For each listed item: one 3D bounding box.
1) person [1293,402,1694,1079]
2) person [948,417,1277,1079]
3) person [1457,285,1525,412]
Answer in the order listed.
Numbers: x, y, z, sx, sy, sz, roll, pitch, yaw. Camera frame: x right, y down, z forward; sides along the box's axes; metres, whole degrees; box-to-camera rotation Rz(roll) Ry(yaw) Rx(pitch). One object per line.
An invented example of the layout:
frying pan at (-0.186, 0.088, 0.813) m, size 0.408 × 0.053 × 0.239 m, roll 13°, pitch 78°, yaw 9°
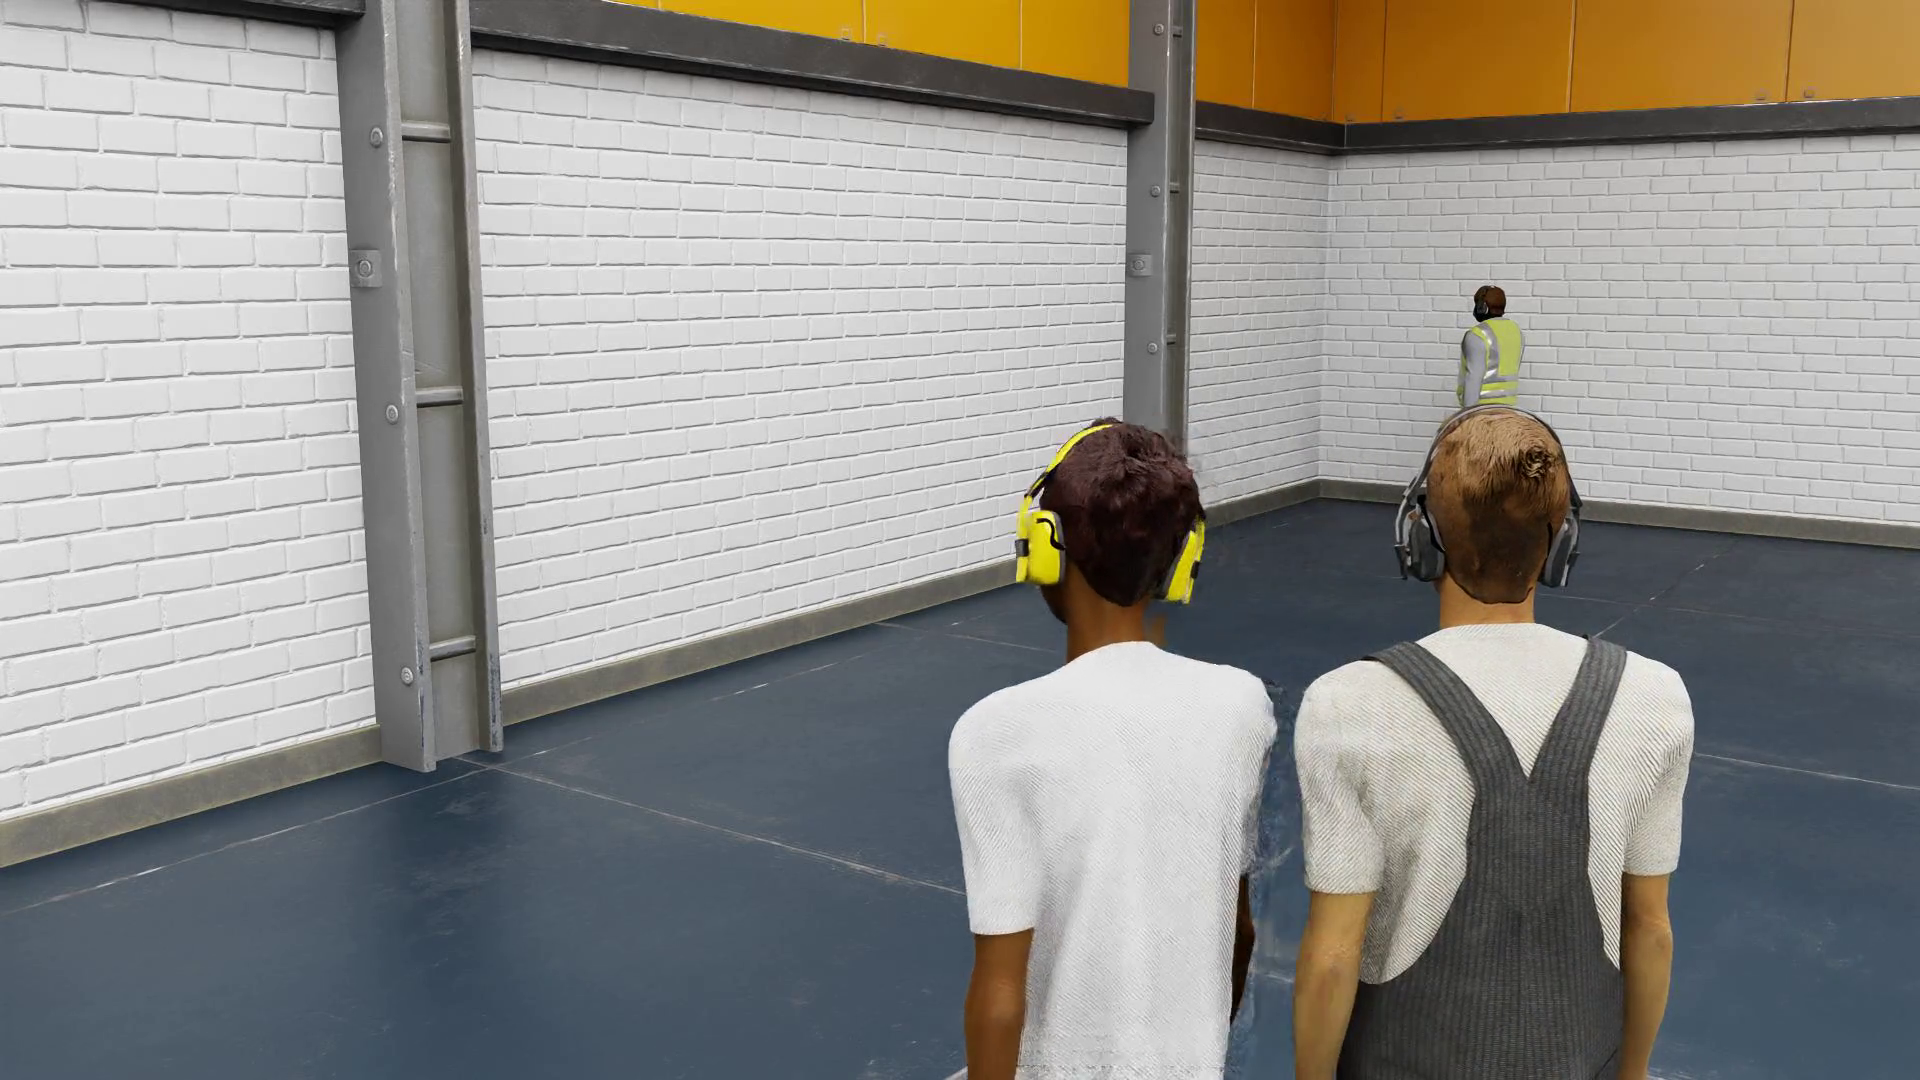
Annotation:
person at (0.667, 0.744, 2.191) m, size 0.507 × 1.847 × 0.351 m, roll -1°, pitch 10°, yaw -4°
person at (0.116, 0.749, 2.248) m, size 0.527 × 1.812 × 0.962 m, roll -6°, pitch 11°, yaw -30°
person at (3.921, -0.971, 12.414) m, size 0.623 × 1.844 × 0.430 m, roll -8°, pitch 12°, yaw -39°
